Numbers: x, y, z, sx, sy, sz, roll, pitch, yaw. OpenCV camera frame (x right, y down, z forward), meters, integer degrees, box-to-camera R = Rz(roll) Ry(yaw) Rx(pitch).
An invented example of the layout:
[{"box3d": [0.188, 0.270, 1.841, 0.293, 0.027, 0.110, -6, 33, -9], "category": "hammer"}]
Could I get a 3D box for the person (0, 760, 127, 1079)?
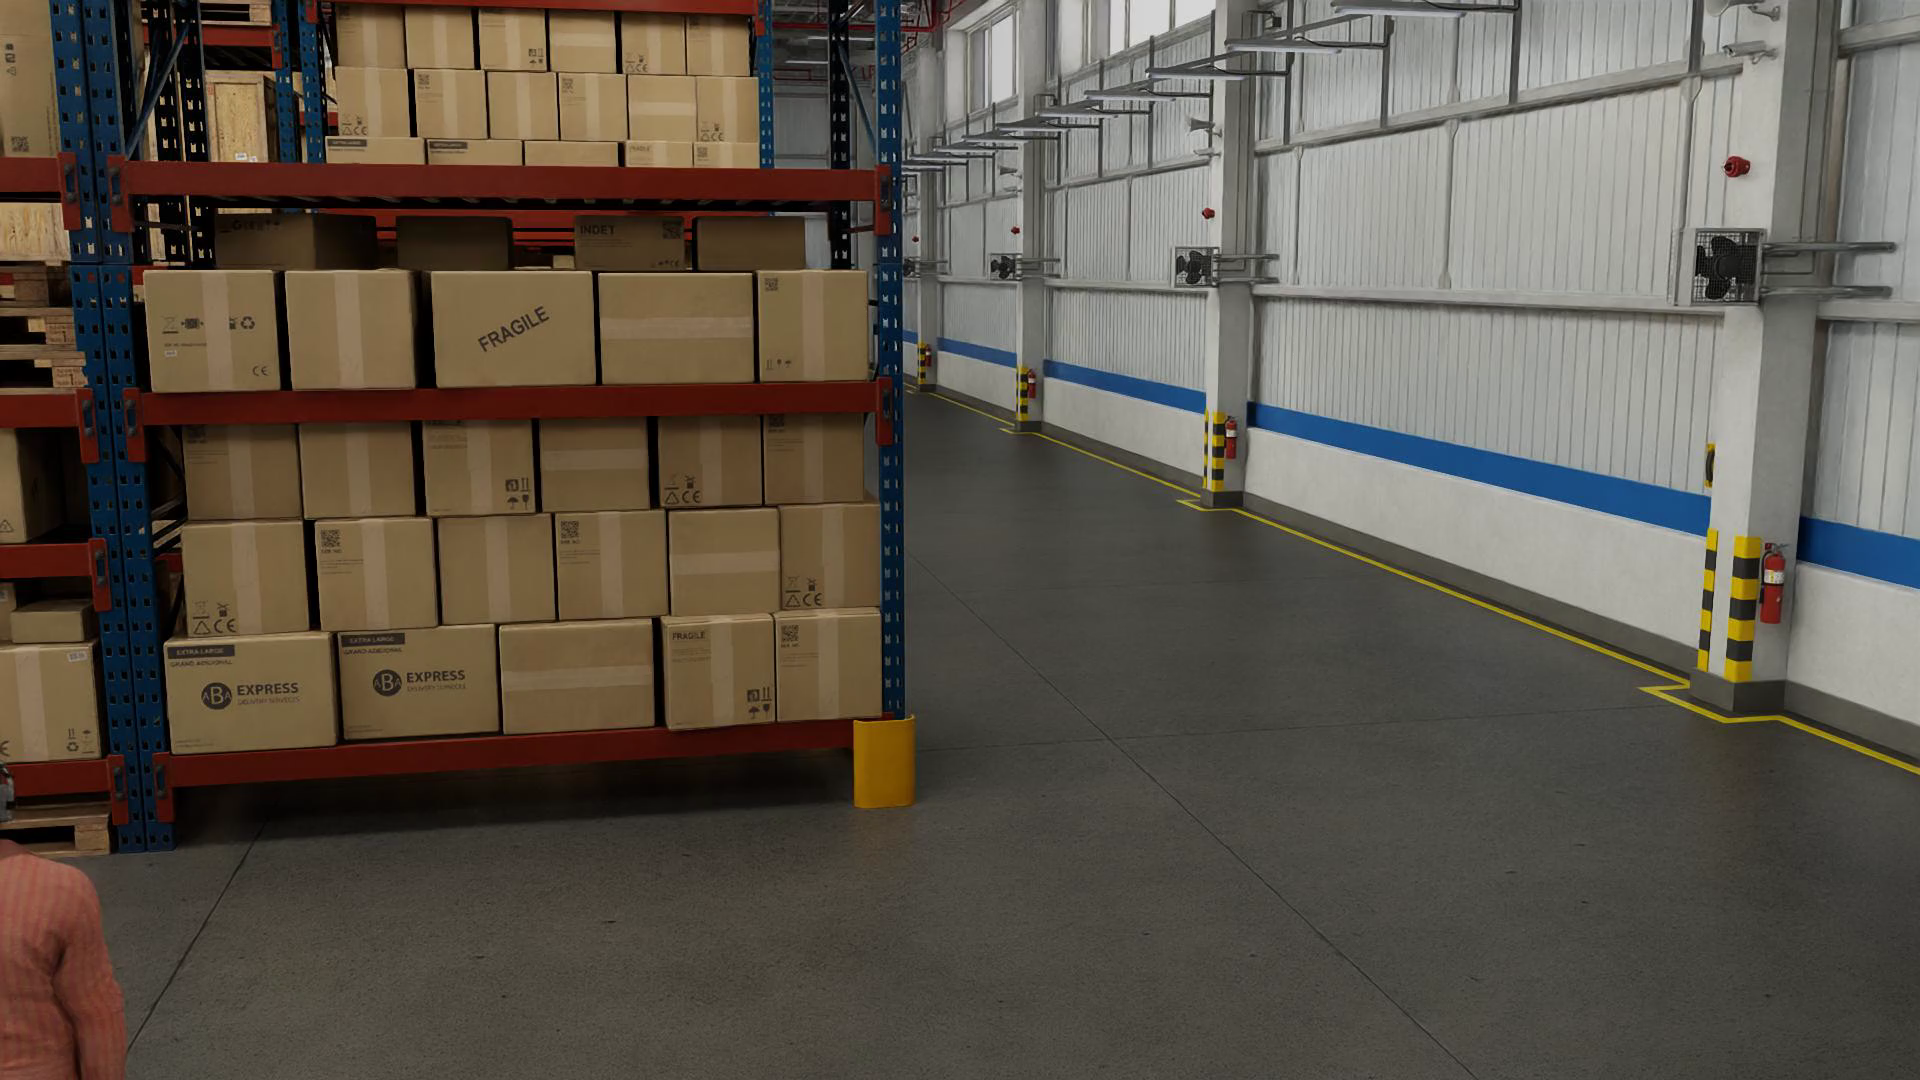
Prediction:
[{"box3d": [-2.401, 1.416, 4.149, 0.640, 1.904, 0.409, -2, 10, -12], "category": "person"}]
